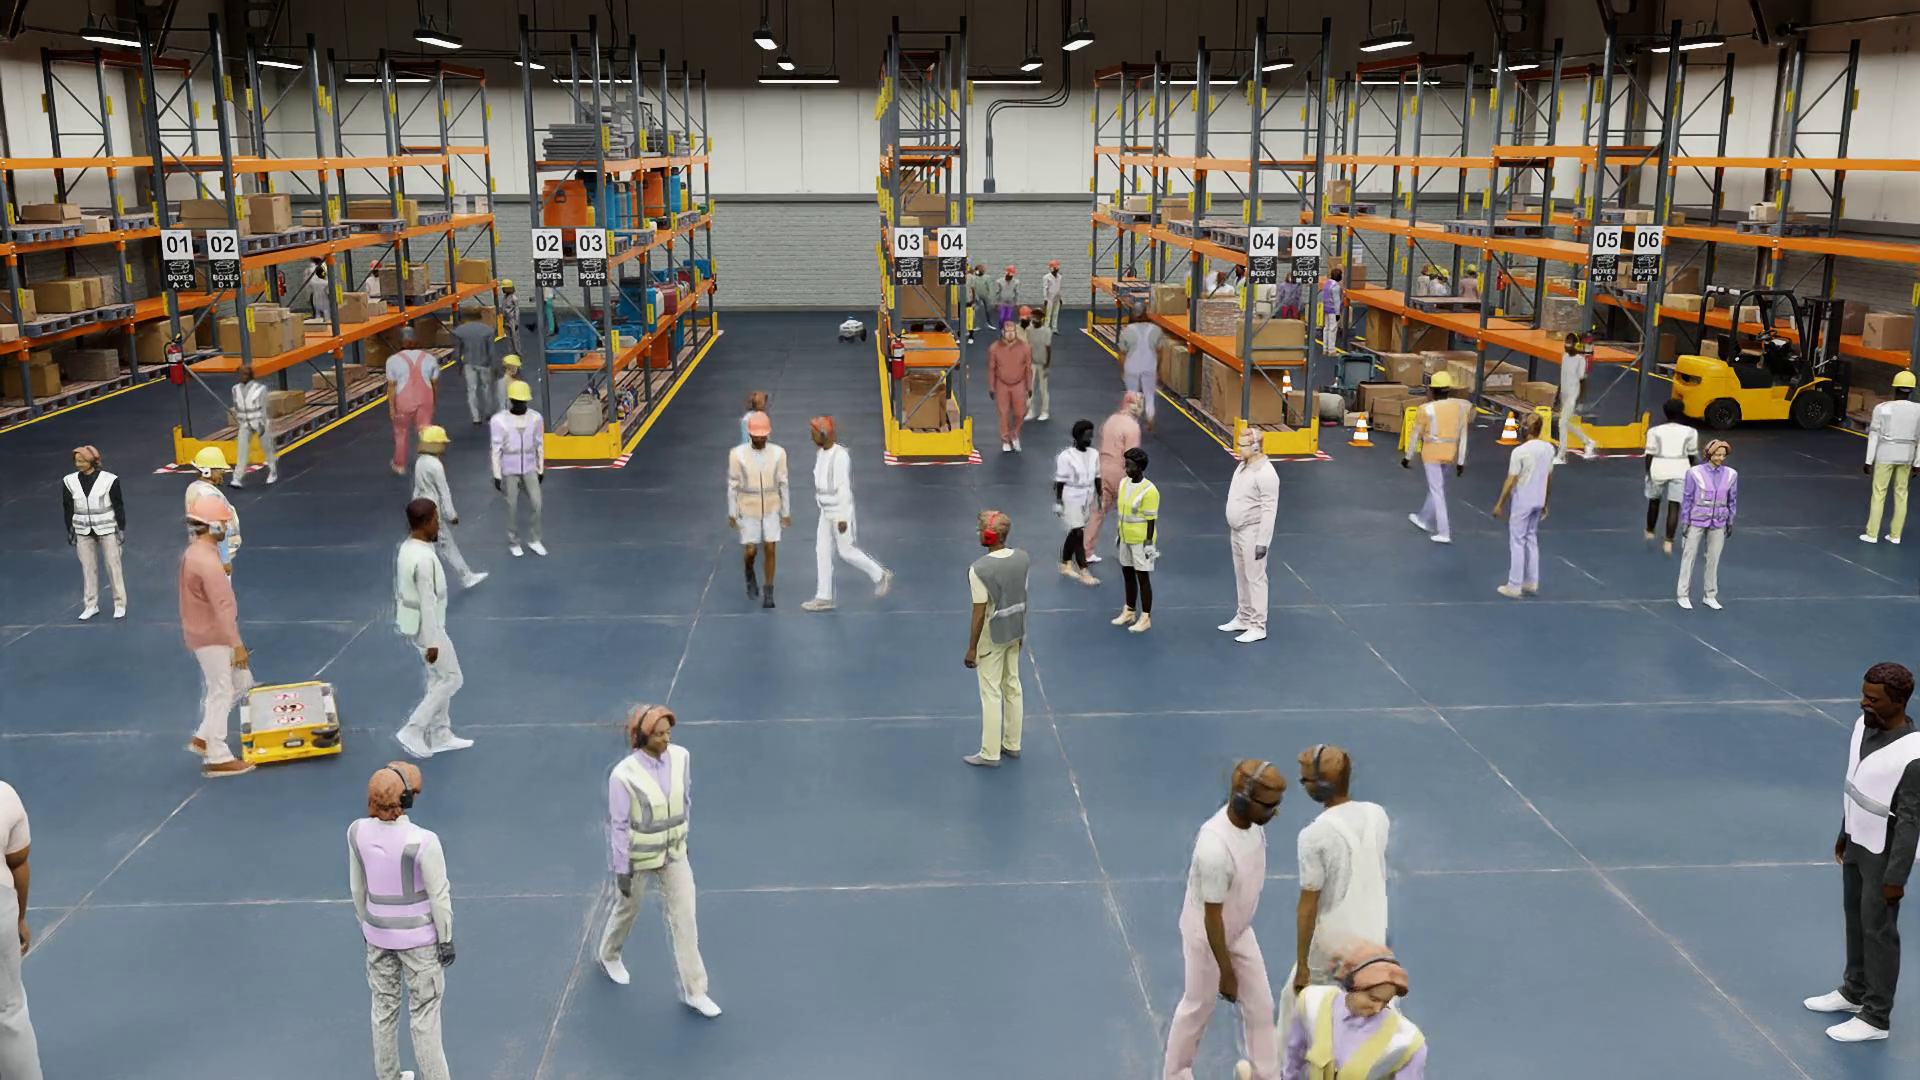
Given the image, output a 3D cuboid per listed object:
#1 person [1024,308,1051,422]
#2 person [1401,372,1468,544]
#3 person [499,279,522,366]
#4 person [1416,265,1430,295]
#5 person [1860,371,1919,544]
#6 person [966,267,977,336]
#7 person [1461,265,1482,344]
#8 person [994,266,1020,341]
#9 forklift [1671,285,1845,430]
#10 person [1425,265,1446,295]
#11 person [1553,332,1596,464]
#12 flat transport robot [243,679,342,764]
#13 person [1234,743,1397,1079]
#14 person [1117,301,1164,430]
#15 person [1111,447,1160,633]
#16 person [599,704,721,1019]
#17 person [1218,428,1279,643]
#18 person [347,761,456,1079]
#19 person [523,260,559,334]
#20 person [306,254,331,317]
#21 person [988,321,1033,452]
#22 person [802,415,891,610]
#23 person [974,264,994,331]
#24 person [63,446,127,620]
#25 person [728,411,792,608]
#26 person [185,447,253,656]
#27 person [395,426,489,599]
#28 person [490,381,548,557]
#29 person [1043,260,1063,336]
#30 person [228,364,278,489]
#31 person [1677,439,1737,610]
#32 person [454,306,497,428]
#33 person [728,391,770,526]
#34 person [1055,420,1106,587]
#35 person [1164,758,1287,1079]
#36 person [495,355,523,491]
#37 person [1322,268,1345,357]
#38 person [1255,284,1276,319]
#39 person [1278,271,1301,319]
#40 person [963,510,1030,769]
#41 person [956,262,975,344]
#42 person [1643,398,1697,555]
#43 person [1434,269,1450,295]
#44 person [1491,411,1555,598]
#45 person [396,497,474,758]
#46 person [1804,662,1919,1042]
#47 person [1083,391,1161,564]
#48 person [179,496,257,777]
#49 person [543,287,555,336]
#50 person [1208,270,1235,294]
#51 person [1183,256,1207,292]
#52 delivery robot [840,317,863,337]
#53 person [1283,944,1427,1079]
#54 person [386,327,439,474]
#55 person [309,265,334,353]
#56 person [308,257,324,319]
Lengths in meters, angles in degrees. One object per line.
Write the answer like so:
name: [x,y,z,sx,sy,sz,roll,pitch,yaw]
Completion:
person: [1.232,-2.786,26.522,0.507,1.832,0.769,8,16,31]
person: [5.289,-0.945,18.613,0.589,1.878,0.973,-4,14,-18]
person: [-9.024,-4.353,33.354,0.492,1.739,0.318,12,18,41]
person: [10.889,-5.628,38.978,0.282,1.633,0.501,-6,15,-25]
person: [10.308,-0.900,18.355,0.587,1.921,0.388,2,13,7]
person: [0.208,-5.558,38.771,0.408,1.598,0.555,3,14,13]
person: [11.398,-5.254,37.163,0.480,1.740,0.620,-8,16,-32]
person: [1.067,-5.340,37.614,0.582,1.707,0.655,-2,13,-8]
forklift: [12.503,-2.886,26.166,2.313,2.155,1.214,-1,13,-3]
person: [10.633,-5.214,36.928,0.606,1.785,0.753,-13,18,-43]
person: [8.500,-1.962,23.006,0.711,1.847,0.528,-2,13,-7]
flat transport robot: [-5.032,1.325,12.446,0.652,0.197,1.431,-6,15,-23]
person: [1.661,1.775,7.344,0.538,1.776,0.853,-7,15,-26]
person: [2.741,-2.653,25.505,0.701,2.000,0.536,-1,13,-4]
person: [1.596,-0.005,15.048,0.319,1.691,0.538,-7,15,-29]
person: [-1.593,1.588,8.477,0.850,1.601,0.534,12,18,41]
person: [2.553,-0.049,14.767,0.407,1.905,0.655,-3,14,-13]
person: [-2.512,1.795,7.525,0.516,1.641,0.308,5,14,20]
person: [-9.911,-5.809,39.224,1.046,1.872,0.564,4,14,17]
person: [-14.502,-5.563,37.864,0.622,2.015,0.822,-1,13,-3]
person: [0.724,-2.190,23.854,0.657,1.888,0.541,-1,13,-3]
person: [-1.113,-0.275,15.848,0.851,1.856,0.628,-8,15,-30]
person: [0.537,-5.844,39.989,0.516,1.599,0.626,3,14,12]
person: [-8.011,-0.069,15.427,0.521,1.636,0.311,-2,13,-7]
person: [-1.895,-0.291,15.780,0.568,1.908,0.487,-4,14,-15]
person: [-6.377,0.110,14.267,0.404,1.825,0.586,-11,17,-38]
person: [-5.106,-0.272,16.167,0.939,1.678,0.487,-9,16,-32]
person: [-4.682,-0.739,17.697,0.624,1.901,0.633,-8,16,-31]
person: [2.177,-5.623,38.696,0.572,1.753,0.327,-11,17,-40]
person: [-9.137,-1.462,21.420,0.515,1.593,0.861,2,13,7]
person: [7.080,-0.146,15.770,0.514,1.634,0.313,0,13,-1]
person: [-7.625,-2.751,26.249,0.655,1.883,1.004,-2,13,-8]
person: [-2.375,-0.905,18.985,0.429,1.623,0.527,5,14,19]
person: [1.248,-0.365,16.610,0.549,1.659,0.826,-11,17,-39]
person: [1.235,1.782,7.256,0.839,1.788,0.568,10,16,35]
person: [-5.790,-1.489,21.267,0.377,1.727,0.585,2,13,9]
person: [7.861,-4.787,34.972,0.429,1.841,0.634,-2,13,-8]
person: [6.309,-4.773,34.730,0.589,1.927,0.388,7,15,28]
person: [7.379,-5.211,37.240,0.506,1.627,0.298,0,13,-1]
person: [0.269,0.702,11.714,0.387,1.844,0.566,11,17,40]
person: [0.105,-5.318,37.197,0.508,1.861,0.328,6,14,23]
person: [7.722,-0.720,18.140,0.545,1.650,0.879,4,14,17]
person: [10.374,-4.973,35.945,0.341,1.757,0.517,8,15,30]
person: [5.471,-0.337,16.135,0.524,1.839,0.402,-7,15,-28]
person: [-3.795,0.631,11.901,0.431,1.899,0.616,-7,15,-27]
person: [4.495,1.514,8.140,0.396,1.911,0.588,1,13,5]
person: [1.723,-0.633,17.406,0.970,1.826,0.659,-6,15,-24]
person: [-5.157,0.675,11.549,0.432,1.971,0.662,-7,15,-27]
person: [-9.636,-5.628,38.702,0.317,1.766,0.534,-2,13,-7]
person: [5.326,-4.571,33.999,0.592,1.873,0.407,-1,13,-4]
person: [5.125,-5.357,37.082,0.701,1.981,0.914,-11,17,-39]
delivery robot: [-2.451,-4.789,37.537,0.477,0.478,0.707,3,14,14]
person: [1.359,2.156,6.057,0.667,1.605,0.354,12,18,42]
person: [-7.321,-1.858,22.139,0.709,2.000,0.939,-10,16,-35]
person: [-13.582,-4.914,35.456,0.534,1.868,0.309,2,13,10]
person: [-15.978,-6.281,41.332,0.676,1.829,0.570,2,13,8]
